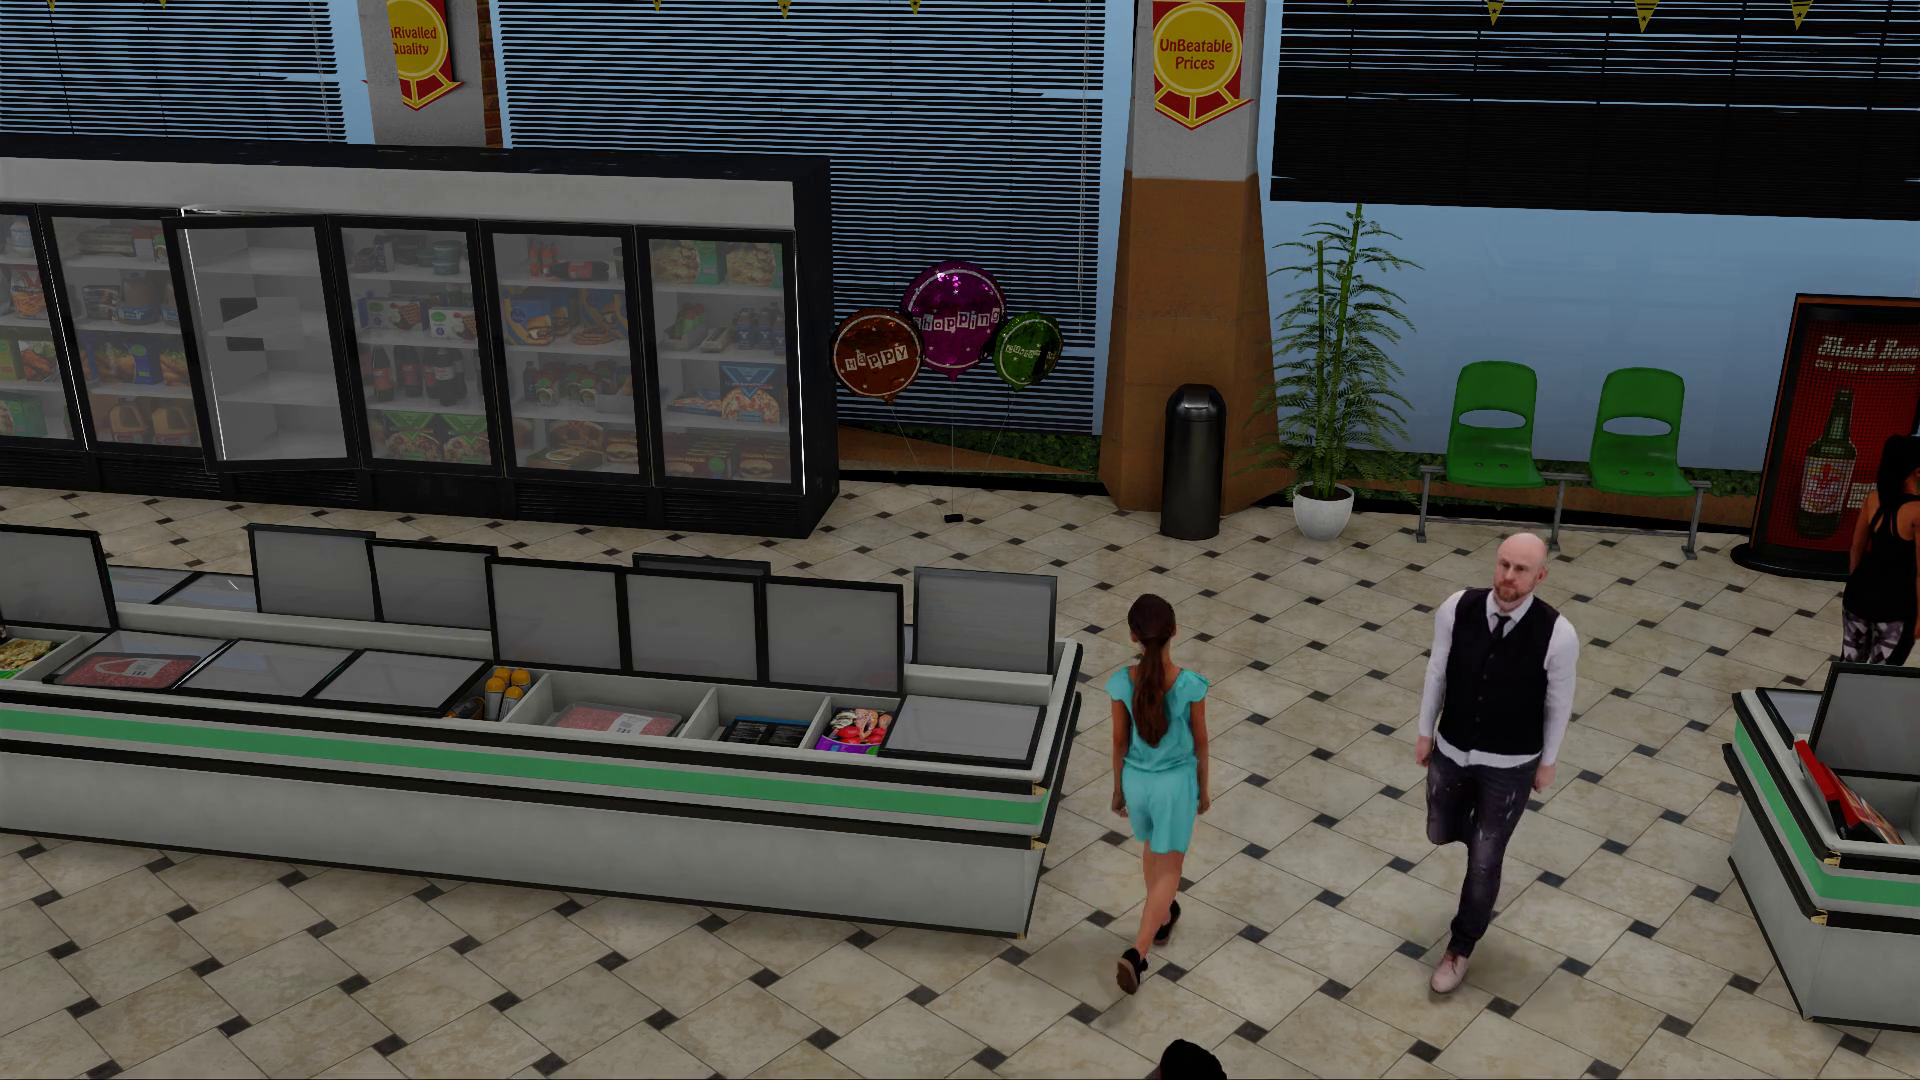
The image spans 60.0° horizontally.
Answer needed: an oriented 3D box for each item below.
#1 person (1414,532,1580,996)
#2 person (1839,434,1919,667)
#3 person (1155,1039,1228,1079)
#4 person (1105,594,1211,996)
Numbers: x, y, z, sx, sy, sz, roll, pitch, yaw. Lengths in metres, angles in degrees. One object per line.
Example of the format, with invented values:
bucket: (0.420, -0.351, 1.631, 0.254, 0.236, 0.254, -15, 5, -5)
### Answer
person: (2.025, 0.798, 6.335, 1.102, 1.807, 1.040, 15, 26, 33)
person: (4.327, 0.288, 7.803, 0.660, 1.659, 0.656, -7, 23, -17)
person: (0.584, 1.870, 4.388, 0.618, 1.270, 0.673, -16, 27, -35)
person: (0.736, 0.970, 6.270, 0.973, 1.535, 0.756, 9, 24, 22)
